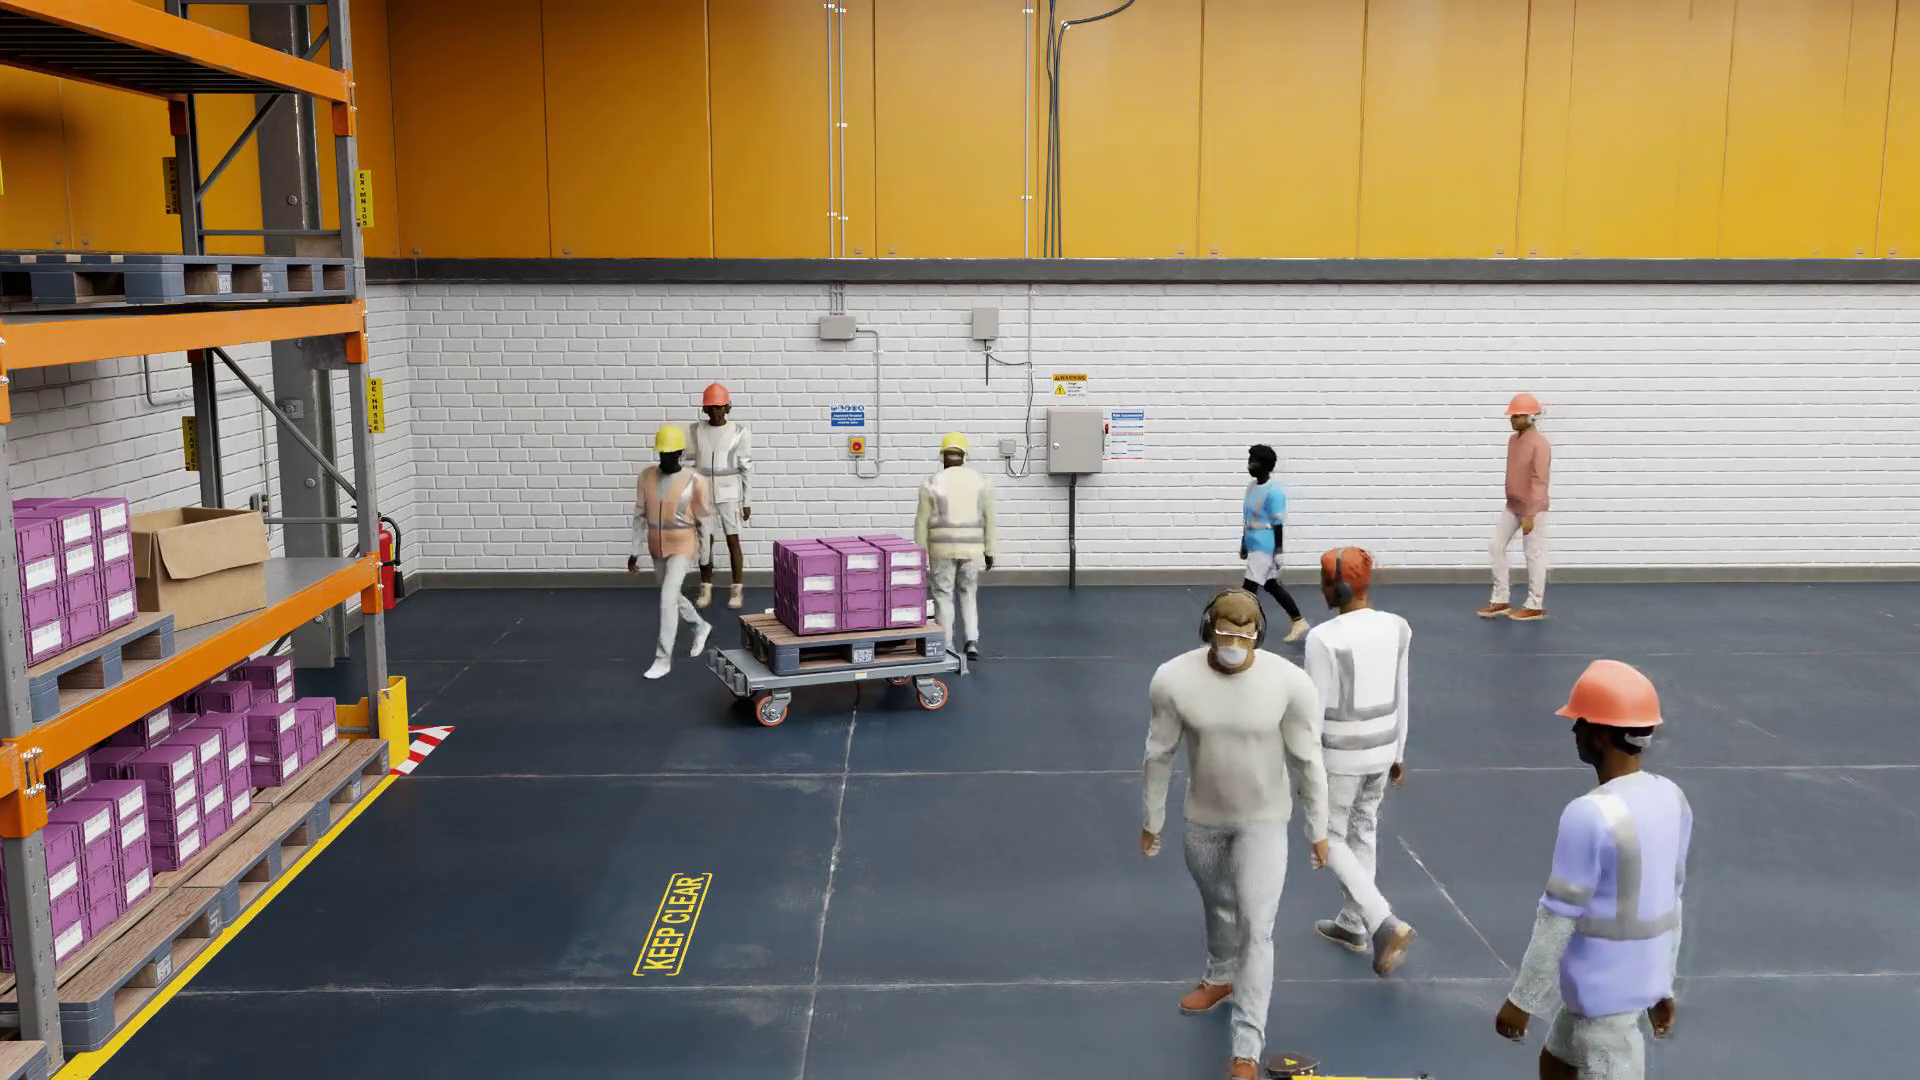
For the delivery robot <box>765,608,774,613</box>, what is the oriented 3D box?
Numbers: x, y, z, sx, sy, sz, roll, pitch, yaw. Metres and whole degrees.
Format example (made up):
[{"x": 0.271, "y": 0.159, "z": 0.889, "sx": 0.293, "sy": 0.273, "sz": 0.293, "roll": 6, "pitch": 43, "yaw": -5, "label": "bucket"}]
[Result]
[{"x": -1.140, "y": 0.639, "z": 12.766, "sx": 0.707, "sy": 0.478, "sz": 0.477, "roll": -2, "pitch": 9, "yaw": -10, "label": "delivery robot"}]

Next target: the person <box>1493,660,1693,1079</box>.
[{"x": 1.942, "y": 1.299, "z": 4.926, "sx": 0.555, "sy": 1.892, "sz": 0.985, "roll": -9, "pitch": 13, "yaw": -43, "label": "person"}]

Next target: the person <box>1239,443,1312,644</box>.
[{"x": 2.468, "y": 0.049, "z": 13.297, "sx": 0.853, "sy": 1.663, "sz": 0.539, "roll": -2, "pitch": 9, "yaw": -11, "label": "person"}]

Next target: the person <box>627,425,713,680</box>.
[{"x": -2.135, "y": 0.050, "z": 12.606, "sx": 0.592, "sy": 1.889, "sz": 0.922, "roll": 4, "pitch": 10, "yaw": 26, "label": "person"}]

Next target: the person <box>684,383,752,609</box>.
[{"x": -2.153, "y": -0.382, "z": 14.811, "sx": 0.609, "sy": 2.035, "sz": 0.417, "roll": 1, "pitch": 9, "yaw": 7, "label": "person"}]

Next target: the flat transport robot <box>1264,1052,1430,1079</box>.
[{"x": 1.379, "y": 2.048, "z": 5.281, "sx": 0.652, "sy": 0.197, "sz": 1.431, "roll": 1, "pitch": 9, "yaw": 3, "label": "flat transport robot"}]

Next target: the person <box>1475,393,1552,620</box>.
[{"x": 4.745, "y": -0.270, "z": 14.270, "sx": 0.706, "sy": 1.970, "sz": 0.653, "roll": -2, "pitch": 9, "yaw": -12, "label": "person"}]

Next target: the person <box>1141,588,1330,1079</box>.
[{"x": 1.019, "y": 1.080, "z": 6.317, "sx": 0.707, "sy": 1.857, "sz": 1.071, "roll": 4, "pitch": 10, "yaw": 23, "label": "person"}]

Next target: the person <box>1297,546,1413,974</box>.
[{"x": 1.740, "y": 0.951, "z": 7.158, "sx": 0.600, "sy": 1.864, "sz": 0.657, "roll": -5, "pitch": 11, "yaw": -28, "label": "person"}]

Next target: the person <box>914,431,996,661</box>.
[{"x": -0.045, "y": 0.075, "z": 12.675, "sx": 0.633, "sy": 1.805, "sz": 0.442, "roll": -3, "pitch": 10, "yaw": -19, "label": "person"}]

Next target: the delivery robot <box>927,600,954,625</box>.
[{"x": -0.408, "y": 0.611, "z": 12.938, "sx": 0.707, "sy": 0.478, "sz": 0.477, "roll": -5, "pitch": 10, "yaw": -27, "label": "delivery robot"}]
